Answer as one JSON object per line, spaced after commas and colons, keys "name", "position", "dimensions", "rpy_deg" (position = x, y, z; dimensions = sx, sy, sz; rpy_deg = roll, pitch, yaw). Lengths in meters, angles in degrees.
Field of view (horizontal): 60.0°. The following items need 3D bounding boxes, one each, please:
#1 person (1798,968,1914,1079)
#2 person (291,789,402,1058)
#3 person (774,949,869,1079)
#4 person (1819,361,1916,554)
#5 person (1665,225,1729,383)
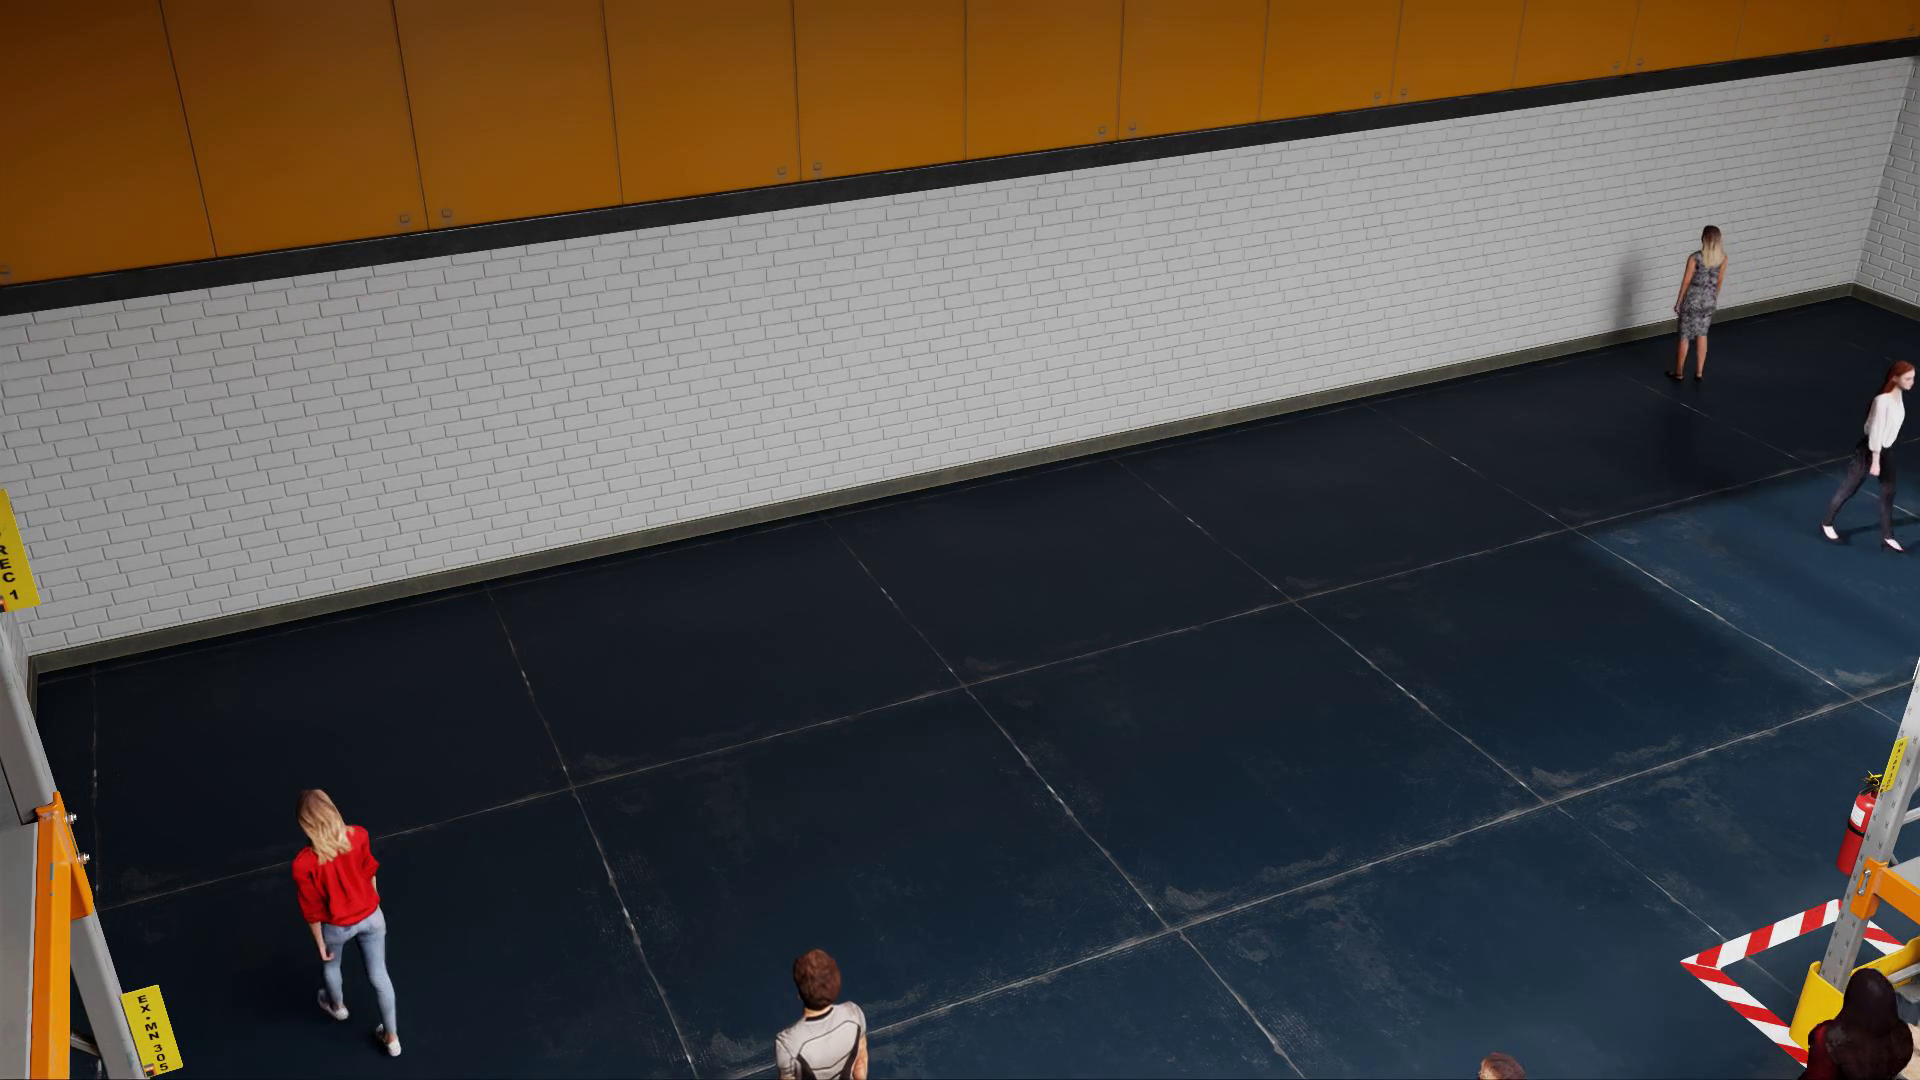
{"name": "person", "position": [4.161, 2.768, 7.785], "dimensions": [0.846, 1.735, 1.027], "rpy_deg": [-3, 29, -6]}
{"name": "person", "position": [-3.271, 2.120, 9.034], "dimensions": [0.800, 1.677, 1.003], "rpy_deg": [-22, 35, -34]}
{"name": "person", "position": [-0.630, 2.684, 7.773], "dimensions": [0.676, 1.894, 0.591], "rpy_deg": [-18, 34, -30]}
{"name": "person", "position": [7.705, -0.734, 14.211], "dimensions": [0.791, 1.731, 1.044], "rpy_deg": [-22, 36, -35]}
{"name": "person", "position": [7.725, -2.434, 17.358], "dimensions": [0.688, 1.700, 0.729], "rpy_deg": [-1, 29, -1]}
